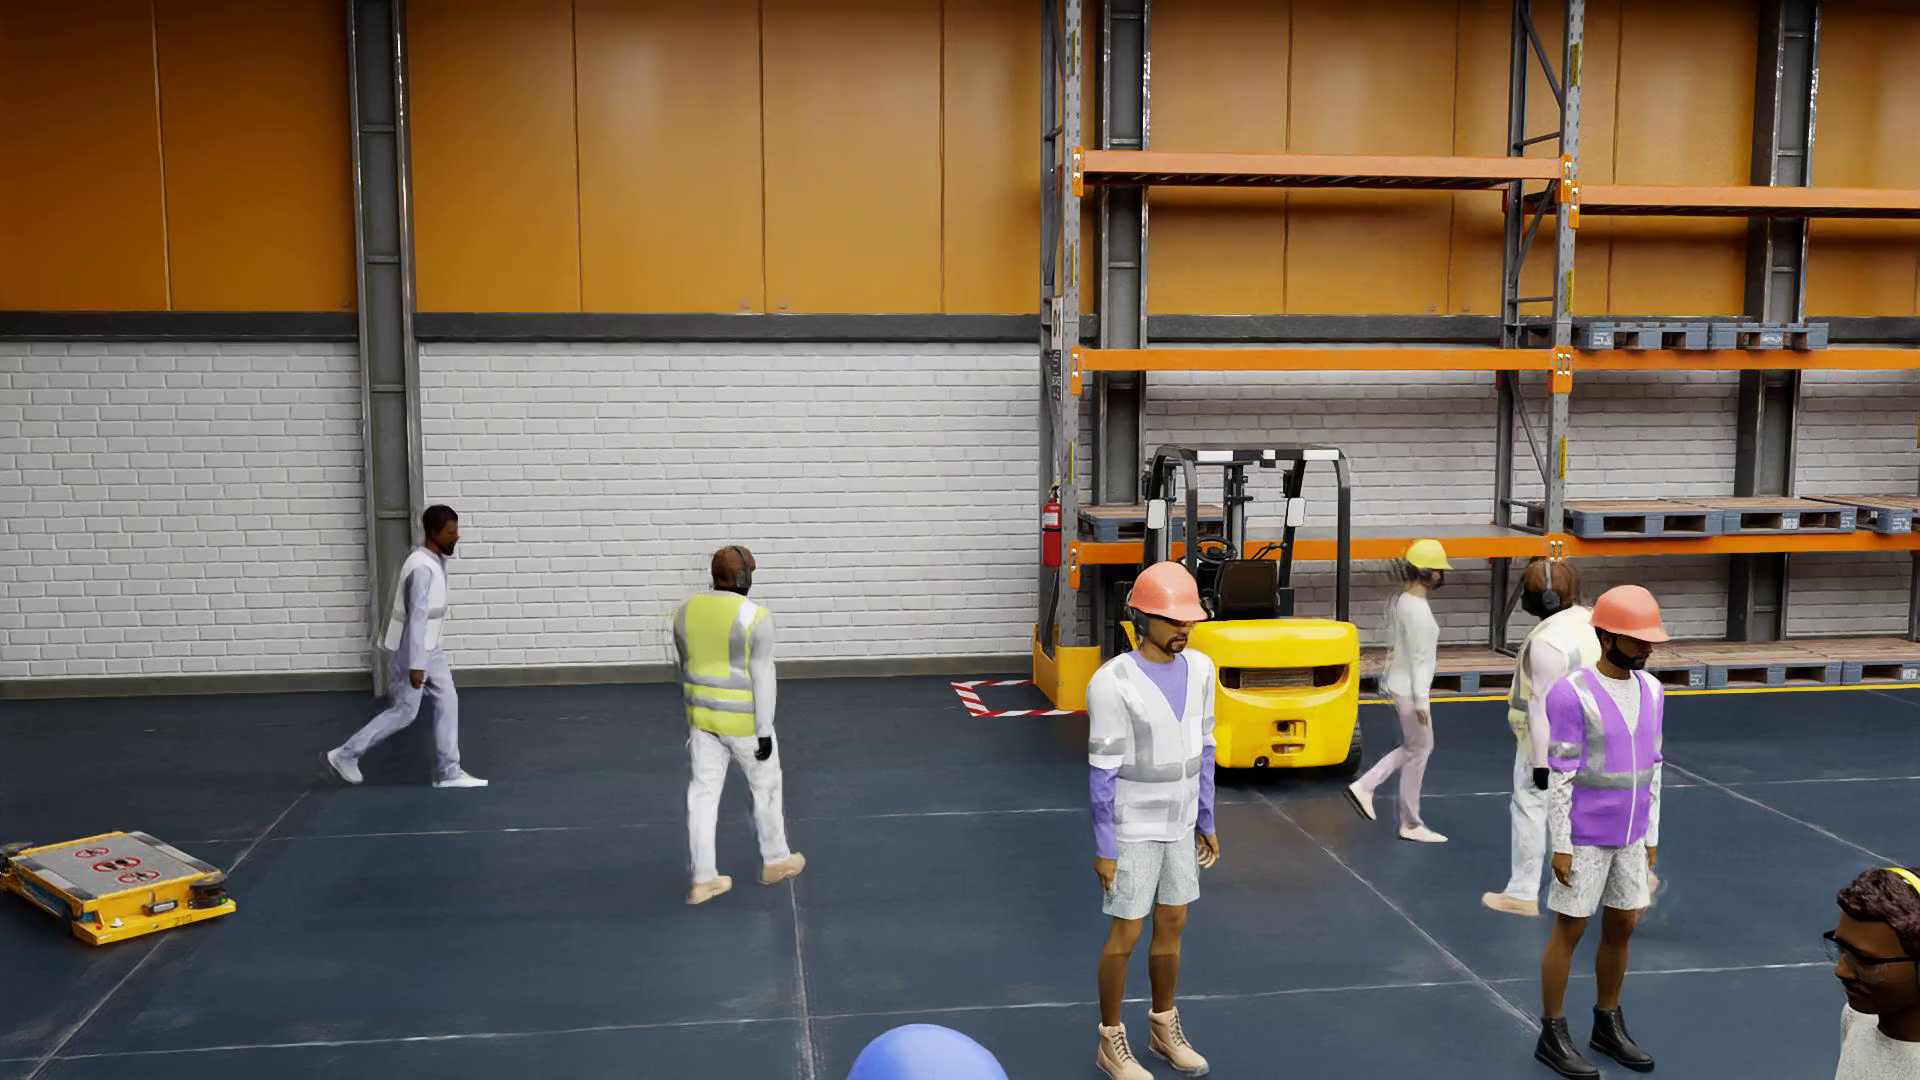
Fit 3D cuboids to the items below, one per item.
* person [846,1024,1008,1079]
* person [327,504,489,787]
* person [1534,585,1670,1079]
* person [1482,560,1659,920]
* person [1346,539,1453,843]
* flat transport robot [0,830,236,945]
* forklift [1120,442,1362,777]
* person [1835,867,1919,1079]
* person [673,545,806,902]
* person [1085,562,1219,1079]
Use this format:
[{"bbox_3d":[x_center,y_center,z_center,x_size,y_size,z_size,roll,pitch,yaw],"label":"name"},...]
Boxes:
[{"bbox_3d":[0.001,1.601,2.254,0.417,1.939,0.605,5,8,37],"label":"person"},{"bbox_3d":[-3.541,0.695,10.580,0.903,1.865,0.606,-1,7,-6],"label":"person"},{"bbox_3d":[2.526,1.127,6.459,0.548,1.929,0.386,-3,7,-22],"label":"person"},{"bbox_3d":[2.972,0.998,8.094,0.769,1.818,0.639,6,9,43],"label":"person"},{"bbox_3d":[2.549,0.860,9.521,0.487,1.751,0.533,1,7,11],"label":"person"},{"bbox_3d":[-4.310,1.721,8.428,1.431,0.197,0.652,6,9,42],"label":"flat transport robot"},{"bbox_3d":[1.912,0.418,11.496,1.214,2.155,2.313,-1,7,-8],"label":"forklift"},{"bbox_3d":[1.783,1.532,3.211,0.334,1.860,0.509,0,7,2],"label":"person"},{"bbox_3d":[-1.143,0.924,8.692,0.651,1.809,0.824,3,7,28],"label":"person"},{"bbox_3d":[0.759,1.089,6.355,0.601,2.036,0.421,-5,8,-37],"label":"person"}]
